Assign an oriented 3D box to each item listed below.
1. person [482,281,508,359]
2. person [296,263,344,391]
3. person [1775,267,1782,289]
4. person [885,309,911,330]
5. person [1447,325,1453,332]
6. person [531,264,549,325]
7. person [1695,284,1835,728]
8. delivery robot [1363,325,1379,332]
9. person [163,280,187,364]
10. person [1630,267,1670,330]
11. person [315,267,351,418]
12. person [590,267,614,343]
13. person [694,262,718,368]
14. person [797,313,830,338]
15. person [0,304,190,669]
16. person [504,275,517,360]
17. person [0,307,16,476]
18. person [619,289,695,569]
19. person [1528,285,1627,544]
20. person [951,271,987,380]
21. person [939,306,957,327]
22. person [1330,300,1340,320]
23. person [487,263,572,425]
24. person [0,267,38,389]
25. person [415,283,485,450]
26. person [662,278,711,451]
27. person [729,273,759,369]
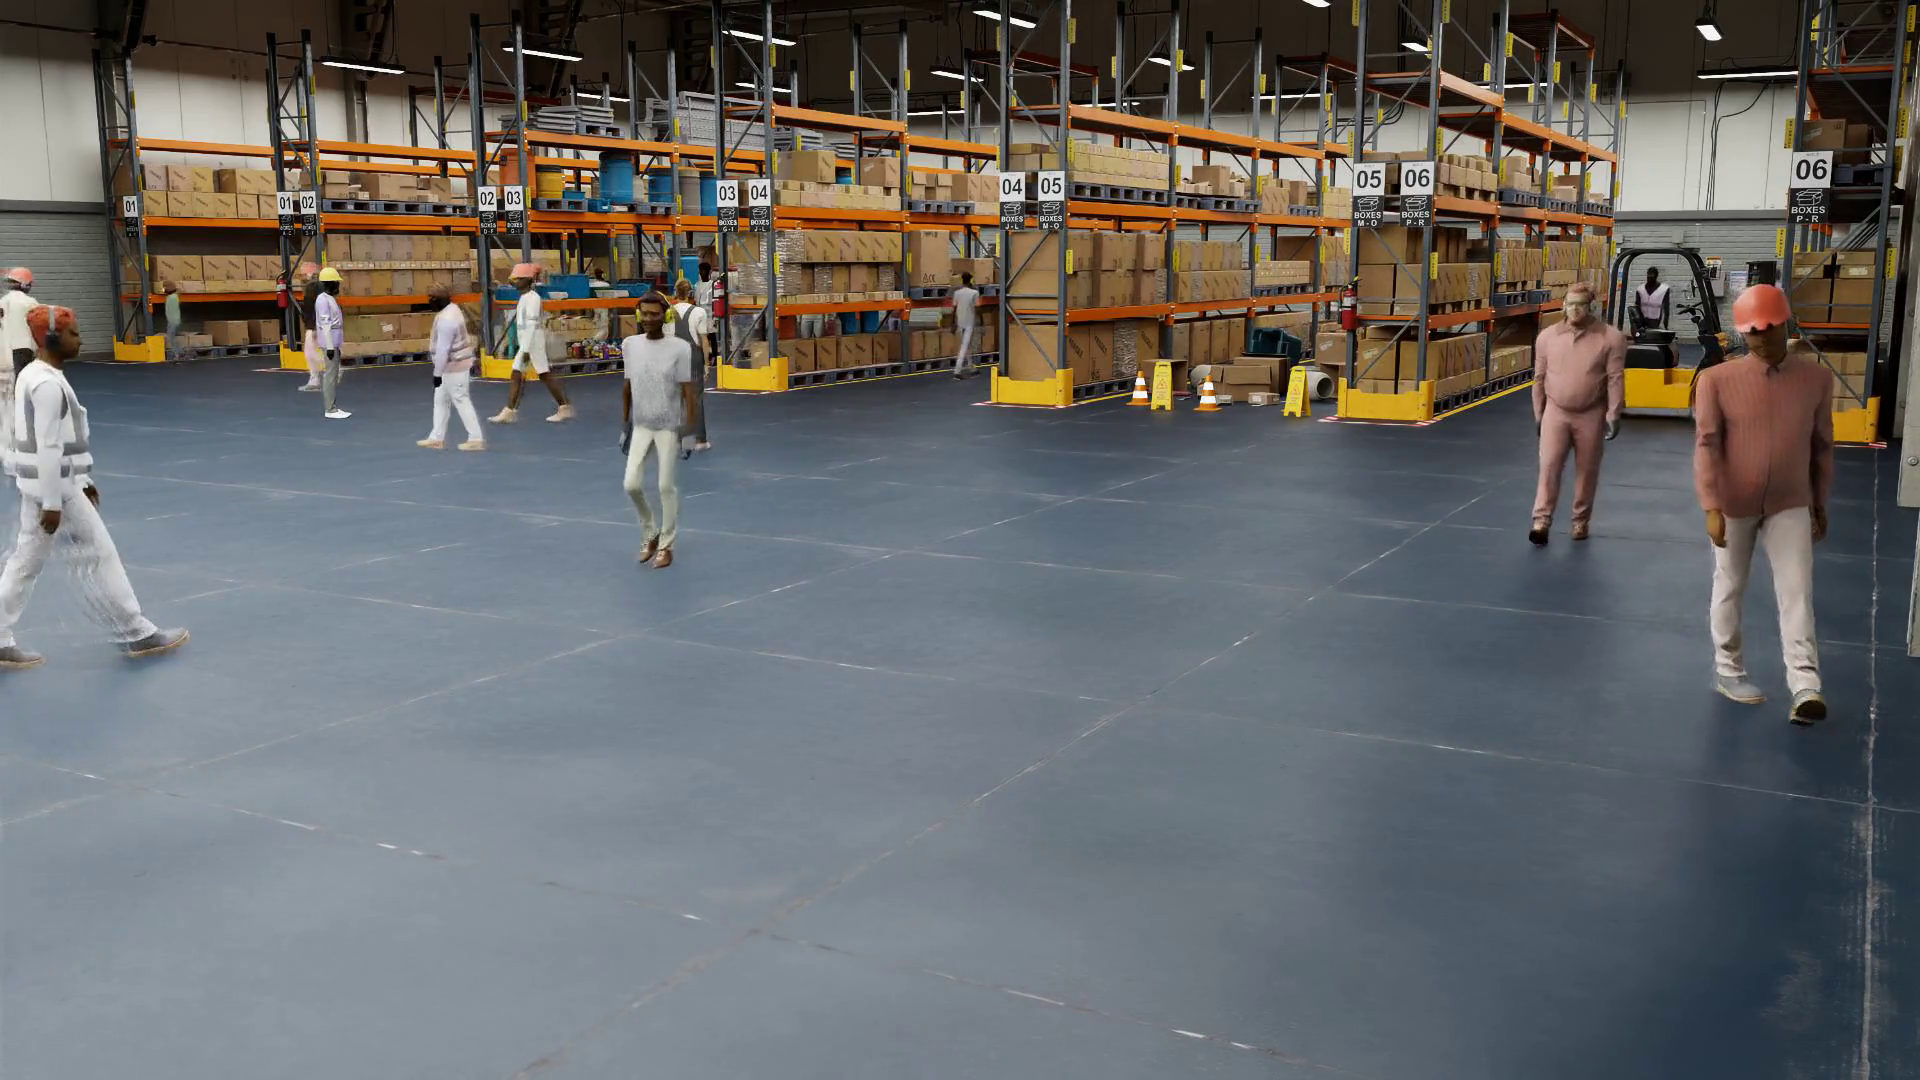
[{"bbox_3d":[-8.529,-3.939,30.518,0.521,1.612,0.510,4,10,20],"label":"person"},{"bbox_3d":[-9.871,-3.259,25.506,0.572,1.973,0.634,-4,10,-22],"label":"person"},{"bbox_3d":[14.372,-3.888,29.471,0.659,1.879,0.612,6,12,33],"label":"person"},{"bbox_3d":[-1.211,-4.319,32.322,0.525,1.772,0.301,3,10,19],"label":"person"},{"bbox_3d":[10.550,-5.080,36.482,0.985,1.888,0.618,-4,10,-21],"label":"person"},{"bbox_3d":[-8.175,-4.356,32.084,0.572,1.914,0.581,4,11,23],"label":"person"},{"bbox_3d":[3.598,-0.147,7.396,0.630,1.942,1.000,1,10,9],"label":"person"},{"bbox_3d":[9.372,-4.630,37.415,0.707,0.478,0.477,-2,10,-11],"label":"delivery robot"},{"bbox_3d":[-15.160,-4.181,31.952,0.346,1.618,0.516,-9,13,-42],"label":"person"},{"bbox_3d":[12.413,-3.968,29.998,1.017,1.857,0.609,-9,13,-41],"label":"person"},{"bbox_3d":[-8.050,-2.523,21.339,0.366,1.926,0.594,-2,10,-14],"label":"person"},{"bbox_3d":[-7.514,-4.767,34.712,0.527,1.854,0.718,5,11,29],"label":"person"},{"bbox_3d":[-4.728,-4.183,30.946,0.607,1.966,0.367,6,11,31],"label":"person"},{"bbox_3d":[-2.600,-3.921,29.530,0.625,1.934,0.363,0,10,1],"label":"person"},{"bbox_3d":[-4.540,-0.264,8.406,0.978,1.840,0.595,-8,12,-37],"label":"person"},{"bbox_3d":[-7.981,-3.927,30.028,0.530,1.772,0.302,4,11,23],"label":"person"},{"bbox_3d":[-9.131,-1.399,15.662,0.644,1.622,0.521,1,10,6],"label":"person"},{"bbox_3d":[-2.019,-0.725,11.025,0.573,1.852,0.420,2,10,10],"label":"person"},{"bbox_3d":[4.404,-0.881,11.926,0.650,1.862,0.977,5,11,26],"label":"person"},{"bbox_3d":[0.130,-3.614,28.060,0.516,1.819,0.971,8,12,38],"label":"person"},{"bbox_3d":[-0.253,-4.588,34.365,0.523,1.592,0.801,5,11,26],"label":"person"},{"bbox_3d":[8.756,-5.382,39.024,0.572,1.608,0.576,-7,12,-34],"label":"person"},{"bbox_3d":[-5.305,-2.411,20.520,1.042,1.992,0.627,-5,11,-28],"label":"person"},{"bbox_3d":[-11.624,-2.397,20.643,0.607,1.938,1.054,5,11,28],"label":"person"},{"bbox_3d":[-5.455,-1.815,17.609,0.791,1.790,0.699,-3,10,-15],"label":"person"},{"bbox_3d":[-2.915,-1.860,17.719,0.506,1.841,0.346,0,10,2],"label":"person"},{"bbox_3d":[-3.755,-3.741,28.826,0.610,1.807,0.723,4,10,20],"label":"person"}]
